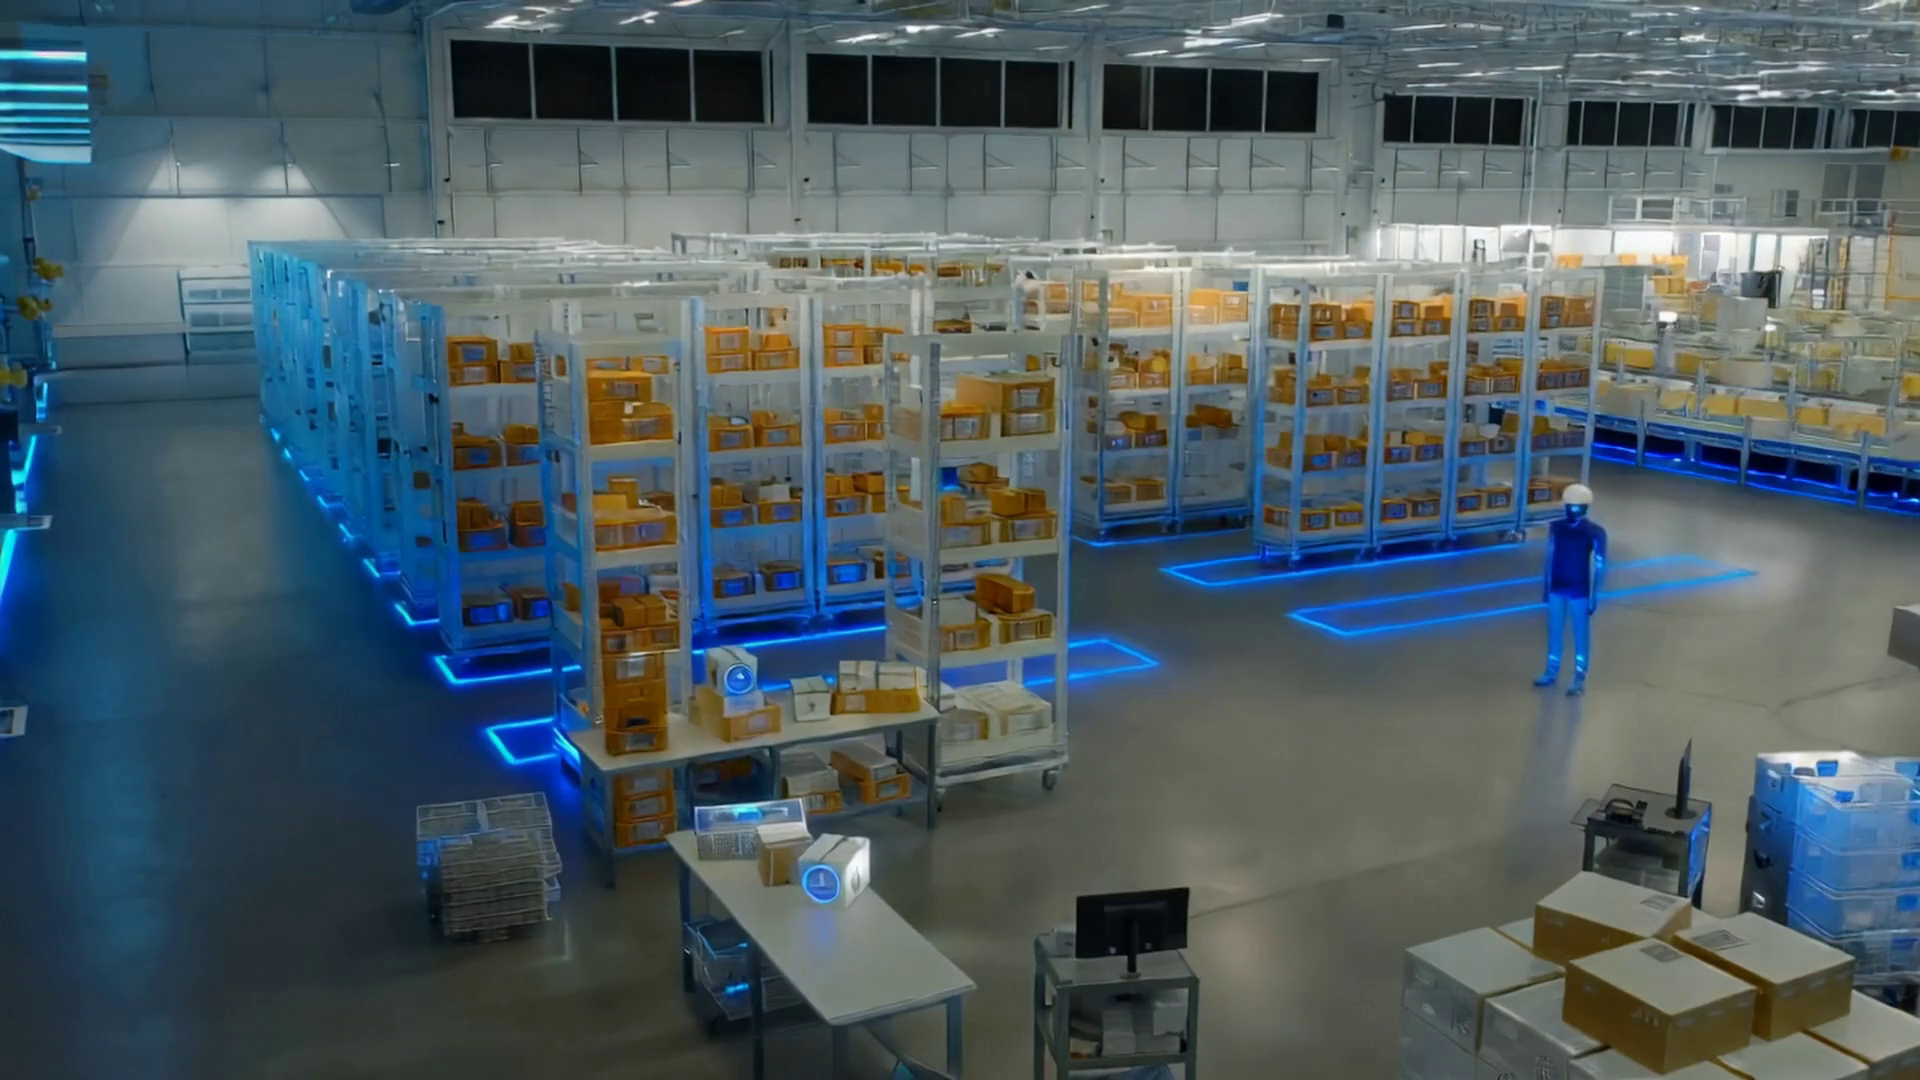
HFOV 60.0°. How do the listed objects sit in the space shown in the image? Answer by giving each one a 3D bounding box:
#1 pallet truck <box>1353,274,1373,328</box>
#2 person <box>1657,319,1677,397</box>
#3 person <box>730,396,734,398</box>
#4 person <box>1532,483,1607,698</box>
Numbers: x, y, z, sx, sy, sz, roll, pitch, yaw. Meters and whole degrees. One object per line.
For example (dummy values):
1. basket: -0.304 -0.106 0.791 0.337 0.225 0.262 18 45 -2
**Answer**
1. pallet truck: 13.011 -8.050 55.243 0.823 1.965 1.885 -7 14 -28
2. person: 15.772 -4.031 37.024 0.457 1.754 0.530 7 14 29
3. person: -3.438 -1.938 27.086 0.643 1.806 0.423 2 12 9
4. person: 5.676 0.456 15.457 0.375 1.997 0.612 -9 15 -35
